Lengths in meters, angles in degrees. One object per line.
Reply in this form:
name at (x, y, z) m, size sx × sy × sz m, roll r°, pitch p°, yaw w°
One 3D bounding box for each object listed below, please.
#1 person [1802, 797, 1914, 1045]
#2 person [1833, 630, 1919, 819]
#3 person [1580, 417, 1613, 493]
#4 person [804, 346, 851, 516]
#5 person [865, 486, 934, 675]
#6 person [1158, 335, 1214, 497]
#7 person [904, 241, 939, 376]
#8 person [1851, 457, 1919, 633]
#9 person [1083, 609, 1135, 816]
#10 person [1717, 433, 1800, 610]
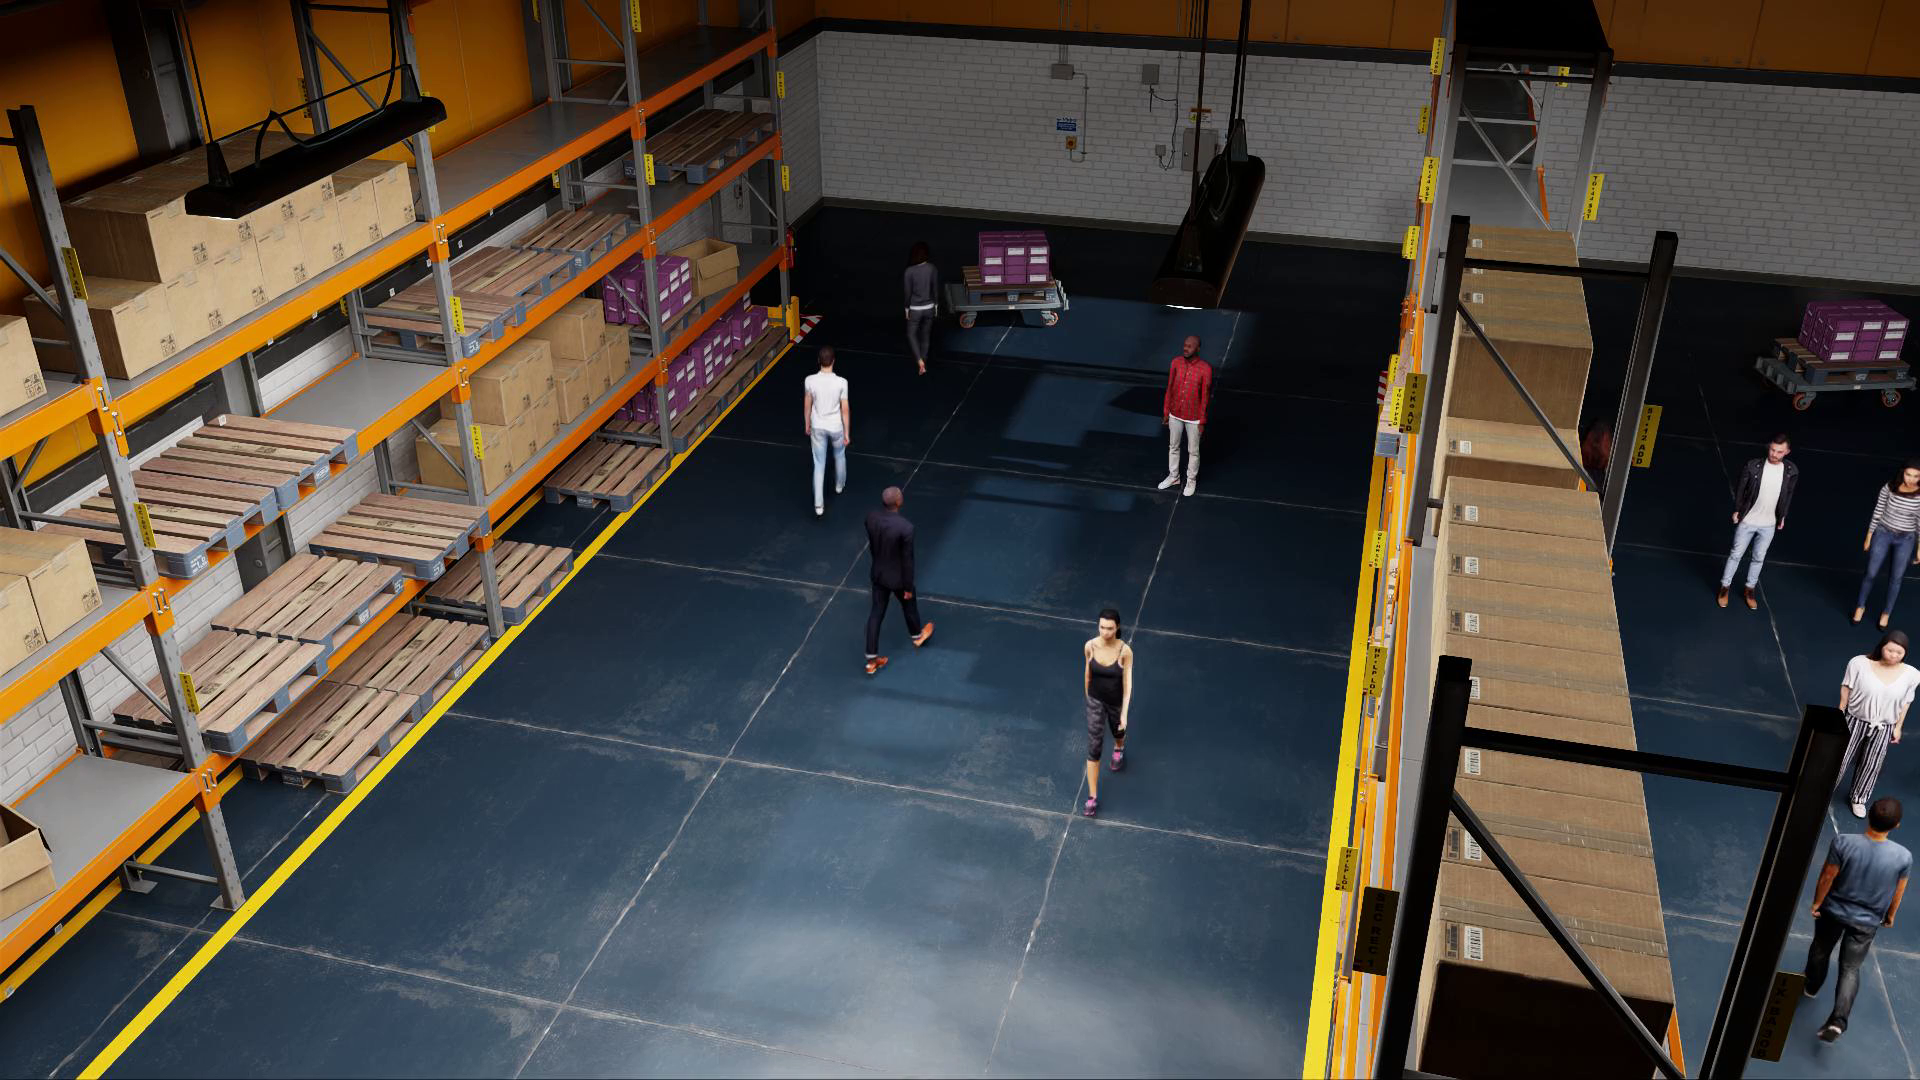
person at (5.940, 2.535, 11.065) m, size 0.797 × 1.778 × 1.133 m, roll 12°, pitch 31°, yaw 22°
person at (7.209, 1.430, 13.191) m, size 0.714 × 1.682 × 0.663 m, roll 12°, pitch 31°, yaw 21°
person at (6.282, -0.429, 16.668) m, size 0.652 × 1.617 × 0.931 m, roll 4°, pitch 29°, yaw 8°
person at (-1.434, -1.120, 17.740) m, size 0.852 × 1.803 × 1.316 m, roll 1°, pitch 29°, yaw 3°
person at (-0.678, 0.393, 14.999) m, size 0.964 × 1.772 × 1.240 m, roll 18°, pitch 33°, yaw 29°
person at (2.487, -1.399, 18.232) m, size 0.734 × 1.820 × 0.683 m, roll 17°, pitch 33°, yaw 28°
person at (-0.468, -2.903, 21.060) m, size 0.859 × 1.753 × 0.971 m, roll -8°, pitch 30°, yaw -15°
person at (8.777, 0.020, 15.662) m, size 0.664 × 1.790 × 0.580 m, roll 12°, pitch 31°, yaw 21°
person at (1.235, 1.295, 13.443) m, size 0.587 × 1.678 × 1.169 m, roll 9°, pitch 30°, yaw 16°
person at (7.694, -0.208, 16.034) m, size 0.655 × 1.834 × 0.548 m, roll 6°, pitch 29°, yaw 11°
